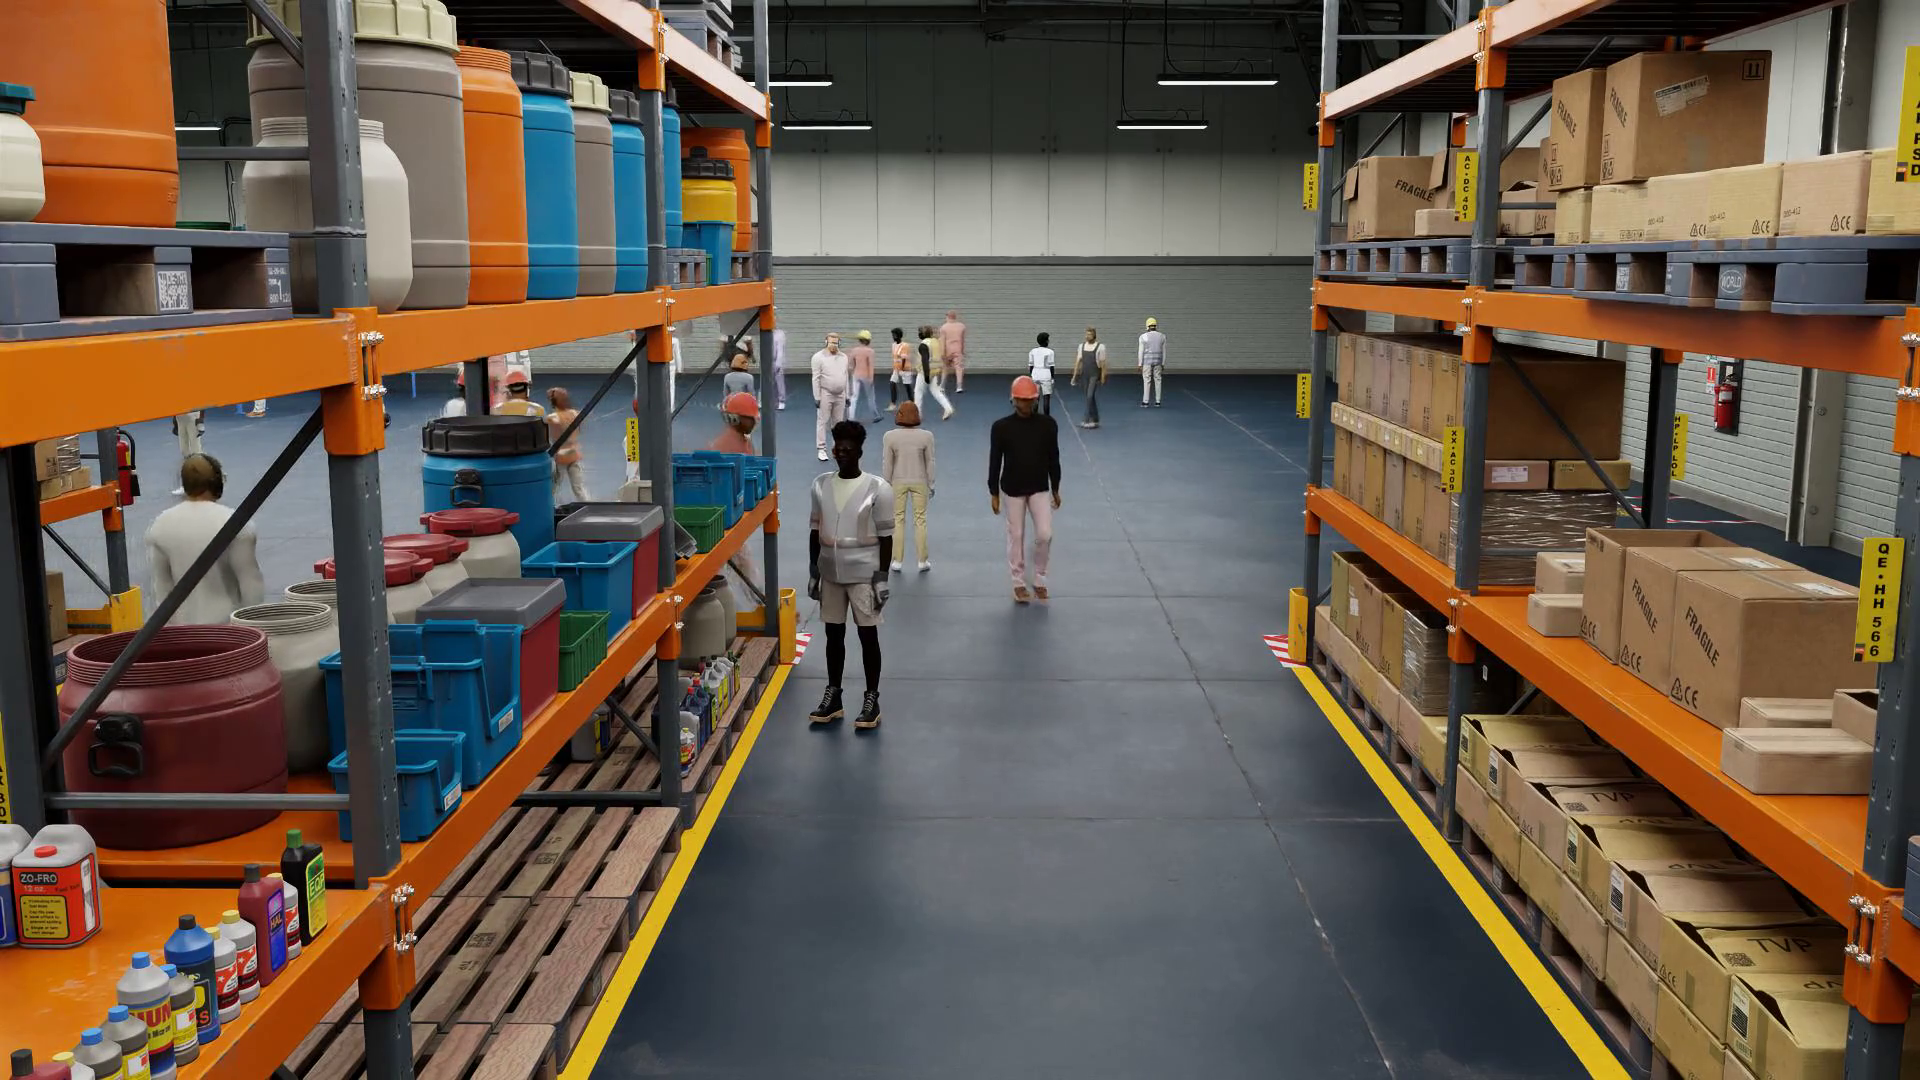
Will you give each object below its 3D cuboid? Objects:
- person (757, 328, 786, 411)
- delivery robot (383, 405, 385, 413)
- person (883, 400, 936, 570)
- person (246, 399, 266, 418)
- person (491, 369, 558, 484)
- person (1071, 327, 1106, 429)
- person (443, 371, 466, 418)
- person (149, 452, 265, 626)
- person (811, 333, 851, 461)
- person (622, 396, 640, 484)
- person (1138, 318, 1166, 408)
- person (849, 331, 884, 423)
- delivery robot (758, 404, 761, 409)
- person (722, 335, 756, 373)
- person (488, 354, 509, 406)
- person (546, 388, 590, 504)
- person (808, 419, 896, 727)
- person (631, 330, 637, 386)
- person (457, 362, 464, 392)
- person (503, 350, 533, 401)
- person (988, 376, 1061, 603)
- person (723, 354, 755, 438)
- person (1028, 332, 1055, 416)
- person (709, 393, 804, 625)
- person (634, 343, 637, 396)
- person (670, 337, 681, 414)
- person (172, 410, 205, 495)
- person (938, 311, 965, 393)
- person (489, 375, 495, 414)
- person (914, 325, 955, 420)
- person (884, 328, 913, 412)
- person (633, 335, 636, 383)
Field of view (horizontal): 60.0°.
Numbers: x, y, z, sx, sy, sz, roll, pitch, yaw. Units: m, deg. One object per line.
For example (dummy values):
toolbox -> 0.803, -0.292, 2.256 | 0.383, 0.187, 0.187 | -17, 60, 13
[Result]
person -> -3.794, -3.507, 33.213 | 0.661, 1.839, 1.002 | 5, 11, 25
delivery robot -> -10.572, -2.288, 29.637 | 0.477, 0.478, 0.707 | 3, 10, 15
person -> -0.487, -0.522, 15.976 | 0.507, 1.636, 0.274 | 0, 9, -1
person -> -13.536, -3.324, 31.860 | 0.373, 1.940, 0.630 | -1, 10, -8
person -> -4.321, -0.732, 16.448 | 0.633, 1.897, 0.665 | 1, 10, 8
person -> 2.253, -2.869, 29.522 | 0.511, 1.804, 0.903 | 8, 12, 38
person -> -5.027, -0.815, 17.047 | 1.007, 1.871, 0.553 | -9, 13, -44
person -> -4.149, 0.475, 9.156 | 0.638, 1.923, 0.740 | 3, 10, 16
person -> -1.913, -2.151, 24.948 | 0.636, 1.903, 0.404 | -7, 12, -36
person -> -2.556, -0.257, 13.661 | 0.356, 1.883, 0.572 | 1, 10, 9
person -> 3.922, -3.631, 34.041 | 0.586, 1.826, 0.403 | -2, 10, -13
person -> -1.754, -2.959, 30.361 | 0.543, 1.703, 0.959 | 6, 11, 31
delivery robot -> -3.743, -2.412, 29.608 | 0.335, 0.223, 0.698 | 4, 10, 22
person -> -4.710, -3.922, 35.268 | 0.683, 2.000, 1.024 | 8, 12, 40
person -> -8.259, -2.971, 30.035 | 0.711, 1.859, 0.980 | 3, 10, 17
person -> -4.326, -0.872, 18.200 | 0.837, 1.600, 0.513 | 6, 11, 33
person -> -0.708, 0.210, 10.612 | 0.607, 1.966, 0.367 | 4, 10, 24
person -> -7.659, -4.647, 39.993 | 0.507, 1.872, 0.329 | 0, 9, -1
person -> -11.484, -4.383, 38.285 | 0.606, 1.918, 0.734 | -7, 12, -37
person -> -7.487, -2.774, 28.257 | 0.608, 2.044, 0.371 | 7, 12, 35
person -> 0.574, -0.422, 14.352 | 0.661, 1.974, 0.643 | -1, 10, -8
person -> -3.179, -1.868, 24.047 | 0.501, 1.633, 0.284 | 4, 10, 24
person -> 1.485, -2.904, 30.058 | 0.535, 1.699, 0.321 | 7, 12, 36
person -> -1.734, -0.204, 13.176 | 1.061, 1.921, 0.640 | 2, 10, 13
person -> -6.318, -3.406, 33.314 | 0.517, 1.614, 0.523 | -6, 11, -30
person -> -5.615, -3.247, 31.708 | 0.590, 1.851, 0.954 | -2, 10, -12
person -> -9.814, -1.494, 21.119 | 0.538, 1.866, 0.313 | 4, 10, 25
person -> -0.183, -4.280, 37.851 | 0.649, 1.857, 0.993 | -4, 10, -22
person -> -8.904, -3.098, 31.023 | 0.526, 1.768, 0.330 | -2, 10, -13
person -> -0.546, -3.139, 31.201 | 0.932, 1.797, 0.623 | 4, 10, 22
person -> -1.202, -3.324, 32.640 | 0.698, 1.655, 0.554 | -7, 12, -35
person -> -7.817, -4.759, 40.642 | 0.611, 1.873, 0.636 | 5, 11, 27
